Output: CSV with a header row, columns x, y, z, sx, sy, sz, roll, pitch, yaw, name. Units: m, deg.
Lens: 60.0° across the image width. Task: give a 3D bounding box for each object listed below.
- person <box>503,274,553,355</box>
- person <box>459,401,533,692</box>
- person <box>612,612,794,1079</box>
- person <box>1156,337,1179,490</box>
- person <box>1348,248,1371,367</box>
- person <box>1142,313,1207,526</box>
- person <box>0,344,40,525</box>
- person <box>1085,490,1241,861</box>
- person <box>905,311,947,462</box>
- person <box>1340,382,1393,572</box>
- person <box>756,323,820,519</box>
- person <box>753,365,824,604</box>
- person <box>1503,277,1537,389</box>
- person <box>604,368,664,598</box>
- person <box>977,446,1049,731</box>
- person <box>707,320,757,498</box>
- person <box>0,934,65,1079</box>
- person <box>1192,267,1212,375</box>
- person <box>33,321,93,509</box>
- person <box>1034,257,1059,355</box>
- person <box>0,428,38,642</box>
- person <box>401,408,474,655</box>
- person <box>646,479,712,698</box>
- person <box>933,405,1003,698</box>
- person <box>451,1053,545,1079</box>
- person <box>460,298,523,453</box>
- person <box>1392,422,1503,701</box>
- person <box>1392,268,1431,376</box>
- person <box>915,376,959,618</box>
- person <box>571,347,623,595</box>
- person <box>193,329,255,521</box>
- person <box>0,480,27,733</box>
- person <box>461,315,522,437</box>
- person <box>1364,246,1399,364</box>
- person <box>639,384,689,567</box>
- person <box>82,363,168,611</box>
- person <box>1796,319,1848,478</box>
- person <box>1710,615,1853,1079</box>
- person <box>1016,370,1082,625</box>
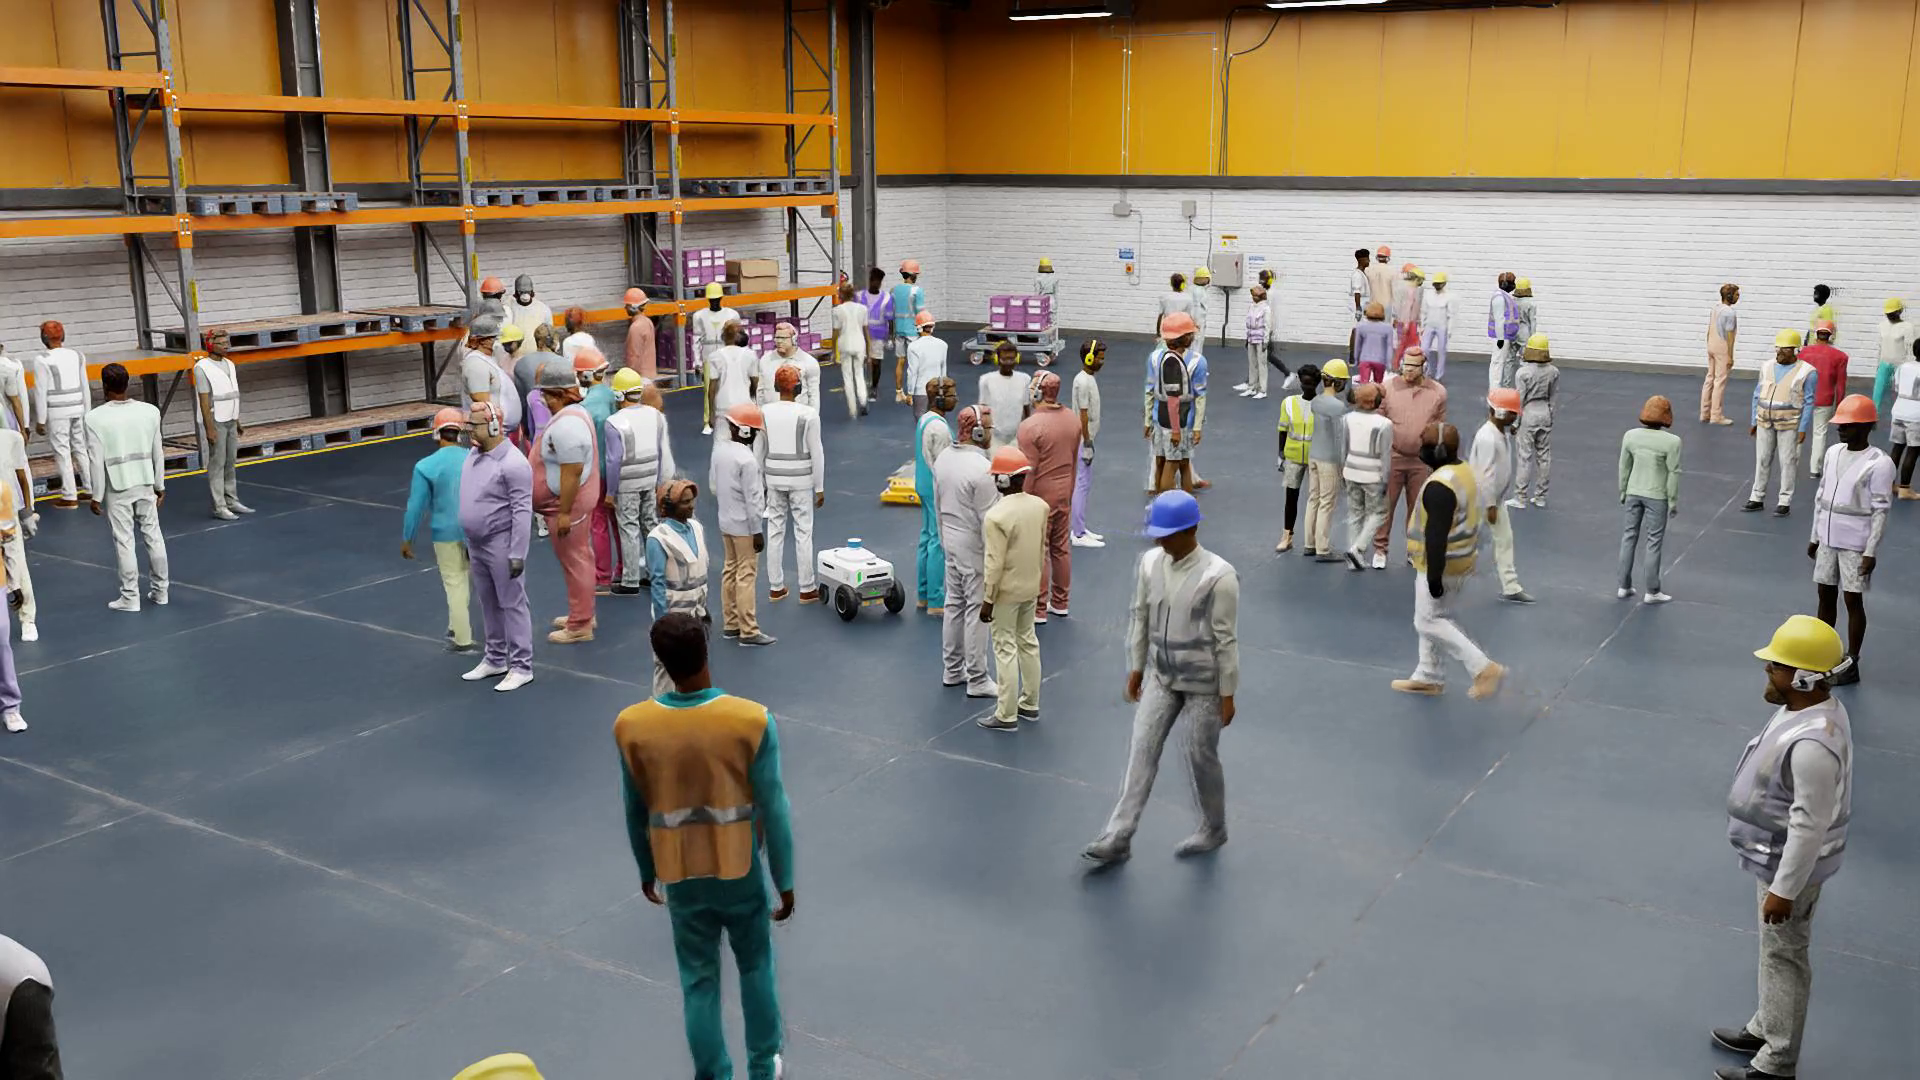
x,y,z,sx,sy,sz,roll,pitch,yaw,name
-5.446,-2.330,20.914,0.682,2.000,0.537,-3,13,-14,person
-3.071,0.038,10.933,0.639,1.910,0.406,12,17,41,person
-0.915,1.187,6.013,0.635,1.879,0.618,0,13,0,person
2.174,-1.322,17.441,0.311,1.632,0.526,-2,13,-7,person
6.682,-3.887,27.827,0.365,1.966,0.608,3,13,14,person
2.003,-1.113,15.643,0.606,2.039,0.381,7,15,29,person
-9.114,-1.048,15.779,0.514,1.845,0.337,0,13,1,person
1.009,0.683,8.157,0.792,1.892,0.656,-11,17,-40,person
-0.400,-1.725,18.918,0.572,1.750,0.330,-12,18,-42,person
3.378,-0.510,13.933,0.413,1.628,0.519,-11,17,-40,person
-1.676,-1.138,16.034,0.636,1.911,0.405,4,14,16,person
-1.327,-0.431,13.020,0.576,1.883,0.354,4,14,16,person
8.159,-2.945,24.227,0.485,1.746,0.289,12,17,41,person
-2.609,-0.455,13.233,0.404,1.833,0.590,8,15,32,person
0.304,0.292,10.169,0.333,1.749,0.574,10,16,37,person
-2.367,-1.351,17.168,0.552,1.816,0.501,-4,14,-17,person
-2.482,1.591,4.167,0.594,1.921,0.387,4,14,17,person
3.846,-3.470,26.509,0.295,1.743,0.492,4,14,18,person
-8.947,-1.249,16.588,0.372,1.876,0.592,4,14,18,person
1.508,-4.108,29.306,0.484,1.735,0.342,-7,15,-27,person
-6.919,-0.164,11.926,0.501,1.861,0.327,-7,15,-27,person
-3.634,-0.070,11.792,0.683,1.713,0.664,-12,18,-43,person
-1.637,0.448,9.739,0.310,1.642,0.514,5,14,22,person
0.097,0.069,10.800,0.408,1.906,0.653,-8,15,-30,person
-0.916,1.861,3.362,0.339,1.761,0.524,-6,14,-23,person
-4.848,-1.520,17.399,0.647,2.000,0.709,7,15,27,person
3.141,0.160,10.602,0.633,1.828,0.639,7,15,28,person
7.271,-3.450,26.497,0.732,1.718,0.546,4,14,17,person
-0.170,-0.331,12.669,0.327,1.843,0.515,-4,14,-17,person
-2.888,-0.551,13.321,0.408,1.987,0.616,6,14,23,person
-7.158,-1.123,16.101,0.390,1.847,0.566,1,13,4,person
-5.933,0.260,9.960,0.582,1.919,0.397,-12,17,-42,person
-4.347,-1.079,15.488,0.537,2.000,0.682,-4,14,-17,person
7.128,-3.982,28.195,0.629,1.987,0.408,9,15,33,person
-2.474,-0.526,14.064,0.685,1.594,0.600,1,13,6,person
-6.412,-0.406,12.834,0.389,1.919,0.592,8,15,32,person
9.335,-1.541,18.161,0.573,1.737,0.354,5,14,21,person
3.058,1.170,6.186,0.403,1.834,0.588,6,14,24,person
0.621,-0.321,12.485,0.410,1.913,0.643,11,17,40,person
